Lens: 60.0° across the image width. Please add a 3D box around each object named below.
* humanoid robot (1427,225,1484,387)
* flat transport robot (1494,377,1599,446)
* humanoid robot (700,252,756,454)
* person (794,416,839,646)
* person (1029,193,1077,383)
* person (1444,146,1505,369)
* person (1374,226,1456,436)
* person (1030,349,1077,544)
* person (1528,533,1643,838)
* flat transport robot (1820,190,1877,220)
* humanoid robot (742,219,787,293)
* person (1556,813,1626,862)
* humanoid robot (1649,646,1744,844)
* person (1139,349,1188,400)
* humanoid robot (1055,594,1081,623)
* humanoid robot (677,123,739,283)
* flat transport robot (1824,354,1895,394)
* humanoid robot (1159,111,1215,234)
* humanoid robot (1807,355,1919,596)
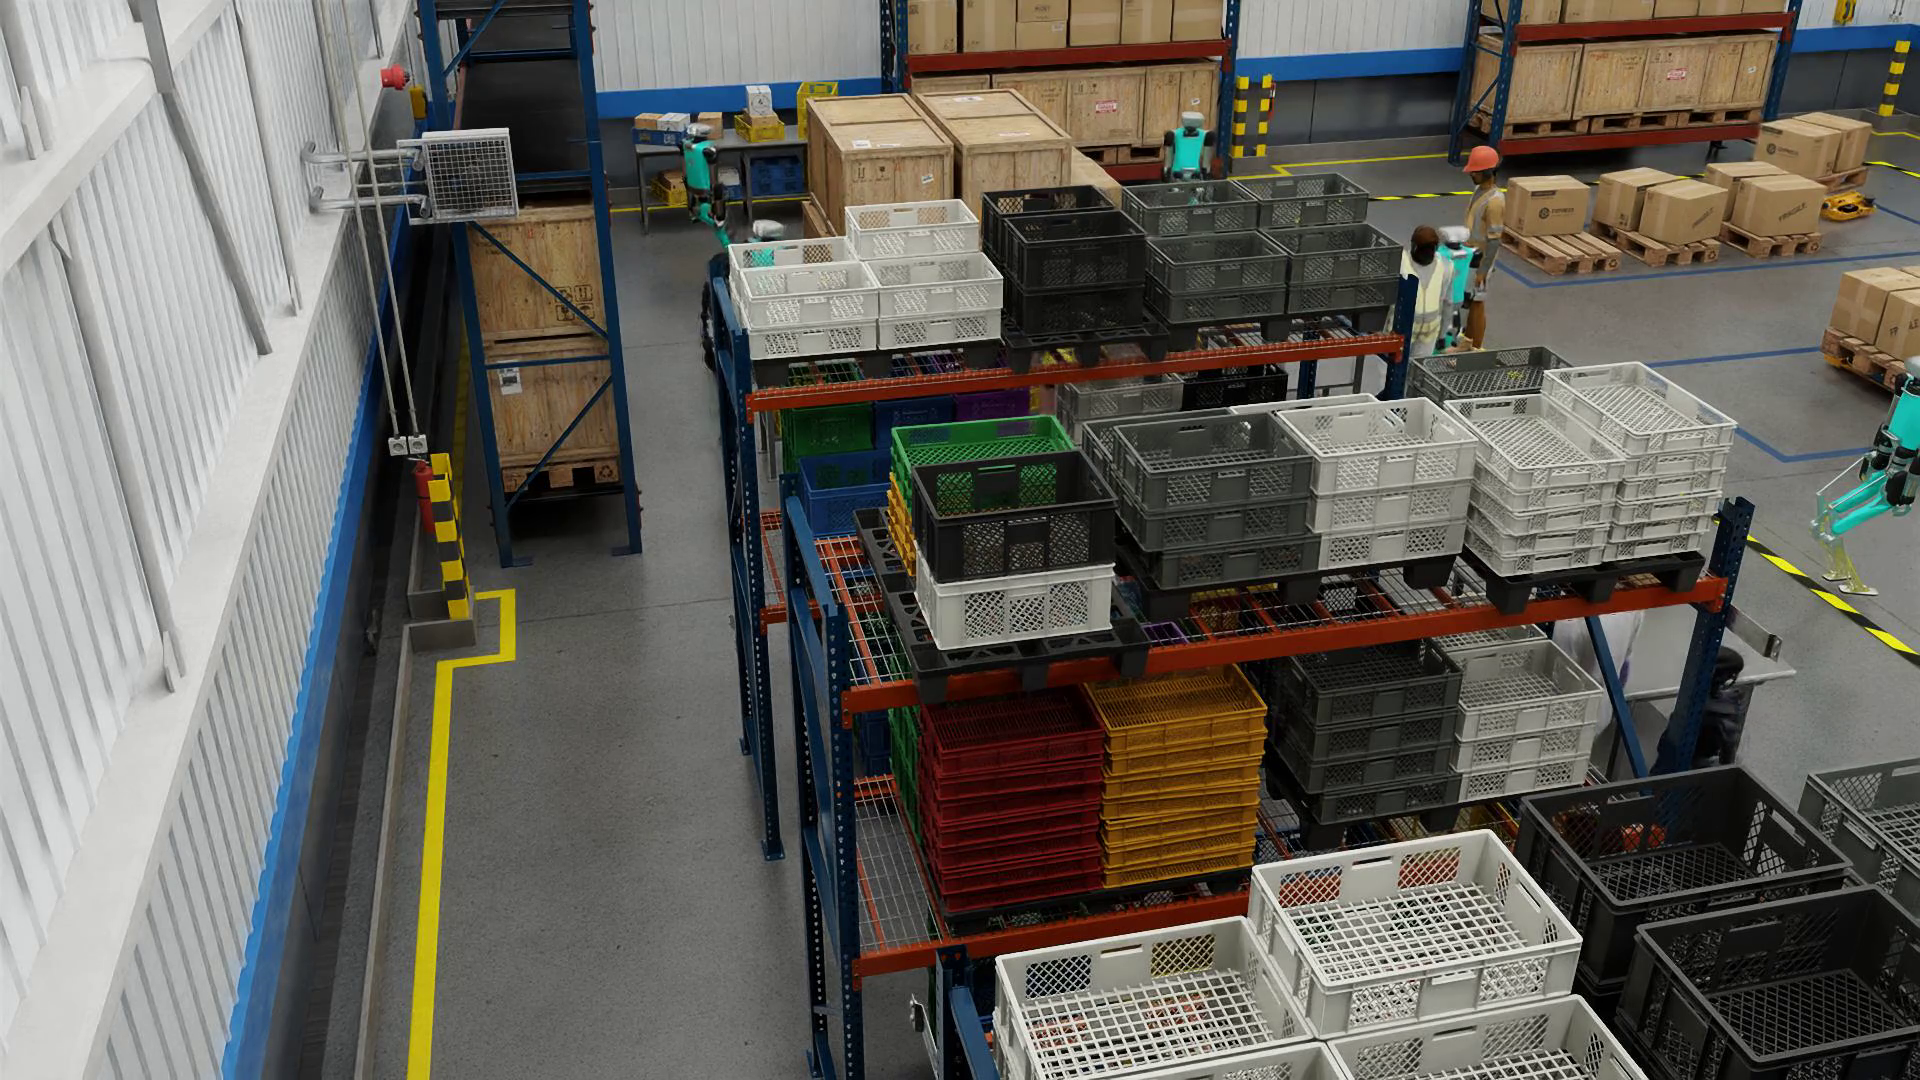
[{"bbox_3d":[3.911,-1.789,13.906,0.537,1.831,0.657,-8,29,-14],"label":"humanoid robot"},{"bbox_3d":[4.780,-1.036,14.013,0.659,0.231,1.431,-6,28,-12],"label":"flat transport robot"},{"bbox_3d":[-1.844,-1.521,13.420,0.609,1.647,0.458,22,35,35],"label":"humanoid robot"},{"bbox_3d":[-0.869,-0.059,10.483,0.498,1.839,0.342,-18,32,-30],"label":"person"},{"bbox_3d":[0.637,-2.056,14.217,0.951,1.875,0.606,-5,28,-10],"label":"person"},{"bbox_3d":[4.615,-2.530,14.959,0.400,2.028,0.612,1,28,1],"label":"person"},{"bbox_3d":[3.693,-1.683,13.575,0.628,1.832,0.456,-3,28,-6],"label":"person"},{"bbox_3d":[0.673,-0.538,11.516,0.896,1.705,0.612,-15,31,-26],"label":"person"},{"bbox_3d":[3.125,0.913,8.444,0.804,2.013,0.595,-19,33,-31],"label":"person"},{"bbox_3d":[10.091,-4.132,19.857,0.652,0.197,1.431,-17,32,-29],"label":"flat transport robot"},{"bbox_3d":[-1.424,-1.857,13.977,0.668,1.784,0.531,-22,35,-36],"label":"humanoid robot"},{"bbox_3d":[2.424,1.883,6.756,0.329,1.872,0.510,7,29,14],"label":"person"},{"bbox_3d":[3.556,1.228,8.195,0.373,1.647,0.608,-1,28,-2],"label":"humanoid robot"},{"bbox_3d":[1.439,-0.506,11.317,0.587,1.844,0.356,6,28,11],"label":"person"},{"bbox_3d":[0.859,0.970,8.757,0.754,1.900,0.539,-7,29,-13],"label":"humanoid robot"},{"bbox_3d":[-2.429,-3.353,16.890,0.538,1.835,0.748,23,35,36],"label":"humanoid robot"},{"bbox_3d":[8.473,-1.467,14.800,0.652,0.197,1.431,-6,28,-12],"label":"flat transport robot"},{"bbox_3d":[2.351,-3.361,16.945,0.554,1.875,0.818,-4,28,-7],"label":"humanoid robot"},{"bbox_3d":[6.062,-0.430,11.138,0.735,1.681,0.533,-1,28,-2],"label":"humanoid robot"}]
